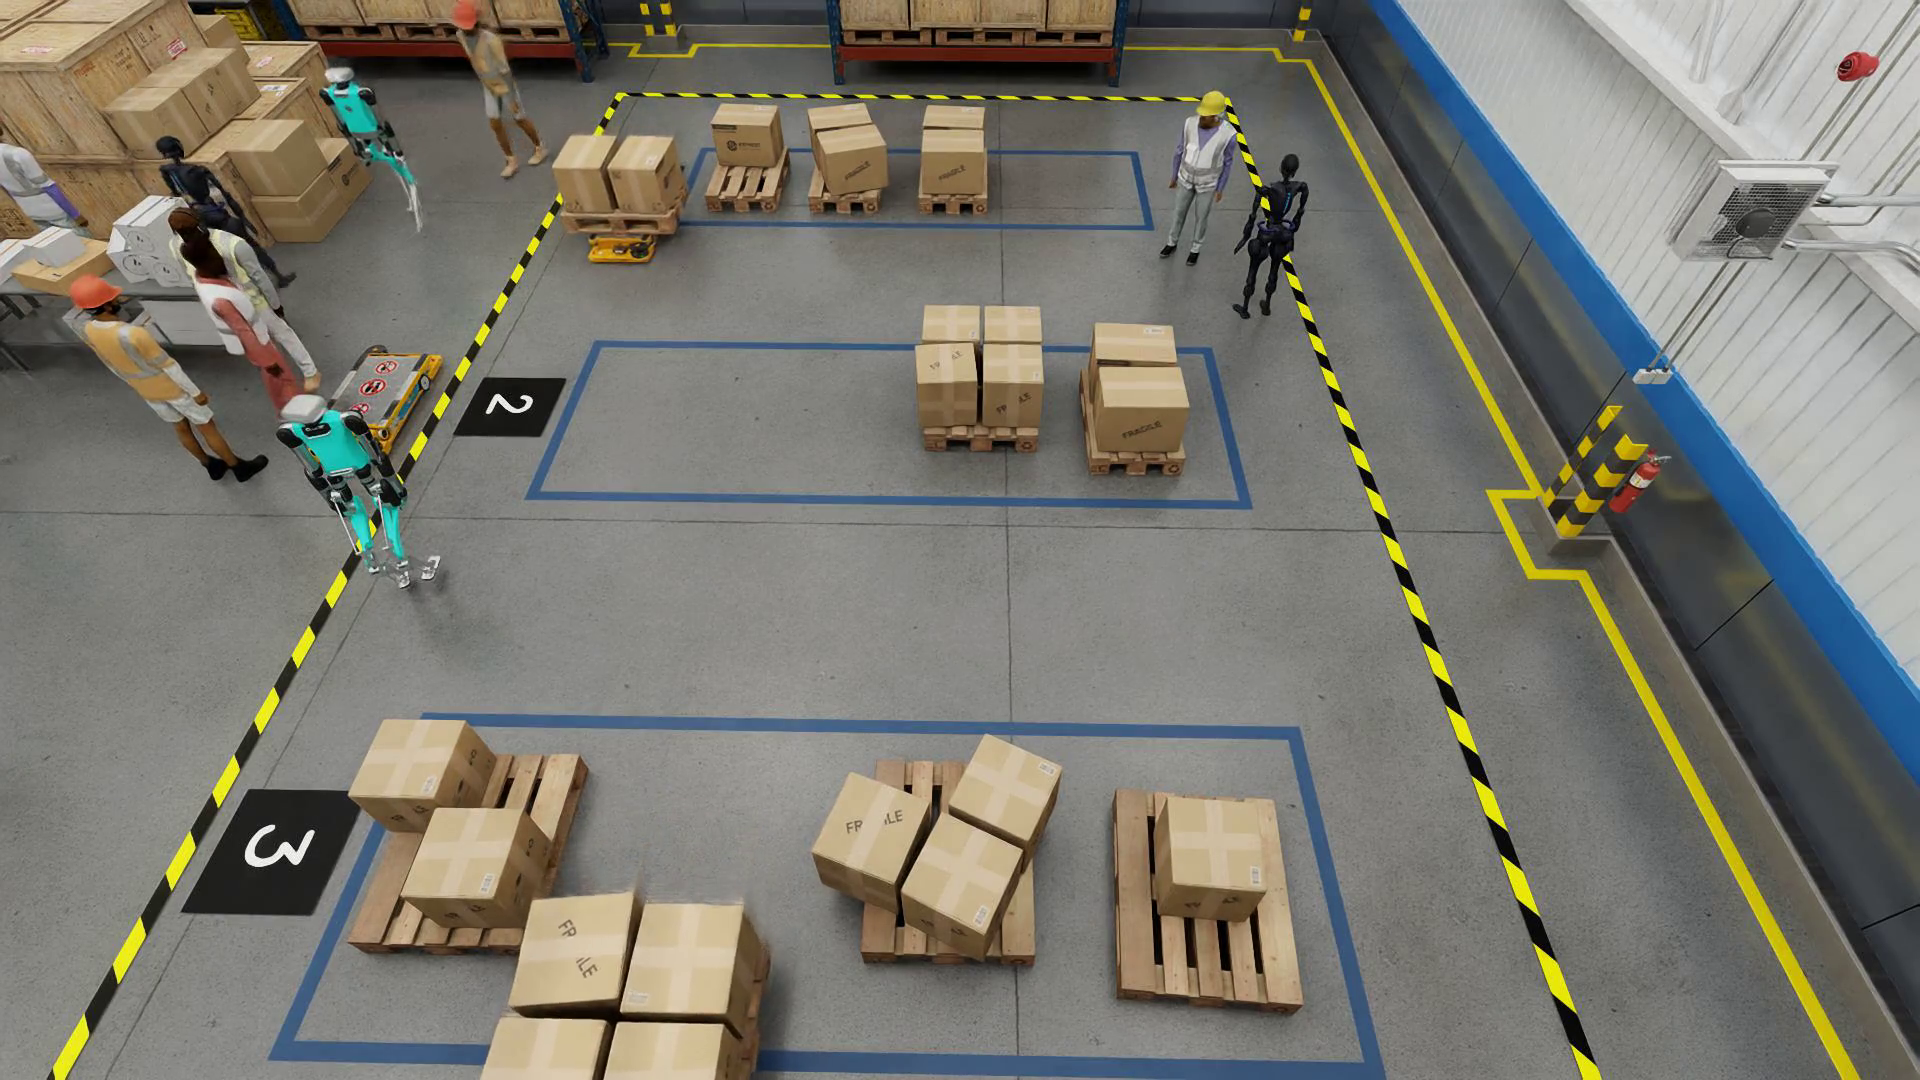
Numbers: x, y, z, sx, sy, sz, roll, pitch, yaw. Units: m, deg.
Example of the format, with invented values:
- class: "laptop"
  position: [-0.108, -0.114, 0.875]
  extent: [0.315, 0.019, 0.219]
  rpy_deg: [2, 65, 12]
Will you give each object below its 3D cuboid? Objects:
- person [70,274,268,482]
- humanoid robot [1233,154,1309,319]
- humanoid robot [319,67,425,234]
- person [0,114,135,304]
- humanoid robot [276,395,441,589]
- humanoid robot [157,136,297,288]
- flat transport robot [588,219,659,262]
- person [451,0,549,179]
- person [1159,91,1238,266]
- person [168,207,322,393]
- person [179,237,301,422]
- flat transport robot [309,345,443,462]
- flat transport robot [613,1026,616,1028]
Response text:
- class: "person"
  position: [-6.348, -1.248, 7.330]
  extent: [0.547, 1.936, 0.375]
  rpy_deg: [7, 50, 6]
- class: "humanoid robot"
  position: [3.011, -2.935, 8.920]
  extent: [0.599, 1.653, 0.315]
  rpy_deg: [-6, 50, -5]
- class: "humanoid robot"
  position: [-6.349, -4.354, 10.104]
  extent: [0.538, 1.799, 0.835]
  rpy_deg: [-2, 50, -1]
- class: "person"
  position: [-8.908, -3.255, 8.971]
  extent: [0.599, 2.035, 0.398]
  rpy_deg: [9, 50, 8]
- class: "humanoid robot"
  position: [-4.243, -0.208, 6.493]
  extent: [0.533, 1.677, 0.735]
  rpy_deg: [-13, 51, -11]
- class: "humanoid robot"
  position: [-7.454, -3.229, 9.192]
  extent: [0.589, 1.655, 0.548]
  rpy_deg: [-1, 50, 0]
- class: "flat transport robot"
  position: [-3.726, -3.641, 10.430]
  extent: [0.652, 0.197, 1.431]
  rpy_deg: [1, 50, 1]
- class: "person"
  position: [-5.384, -5.230, 10.663]
  extent: [0.623, 1.990, 0.880]
  rpy_deg: [14, 51, 12]
- class: "person"
  position: [2.465, -3.726, 9.497]
  extent: [0.596, 1.827, 0.403]
  rpy_deg: [25, 54, 19]
- class: "person"
  position: [-6.337, -2.089, 8.112]
  extent: [0.622, 1.837, 0.429]
  rpy_deg: [-3, 50, -3]
- class: "person"
  position: [-5.916, -1.656, 7.694]
  extent: [0.404, 1.920, 0.593]
  rpy_deg: [-33, 57, -25]
- class: "flat transport robot"
  position: [-5.383, -1.269, 8.441]
  extent: [0.659, 0.231, 1.431]
  rpy_deg: [1, 50, 1]
- class: "flat transport robot"
  position: [-1.678, 2.786, 4.992]
  extent: [0.652, 0.197, 1.431]
  rpy_deg: [1, 50, 1]
